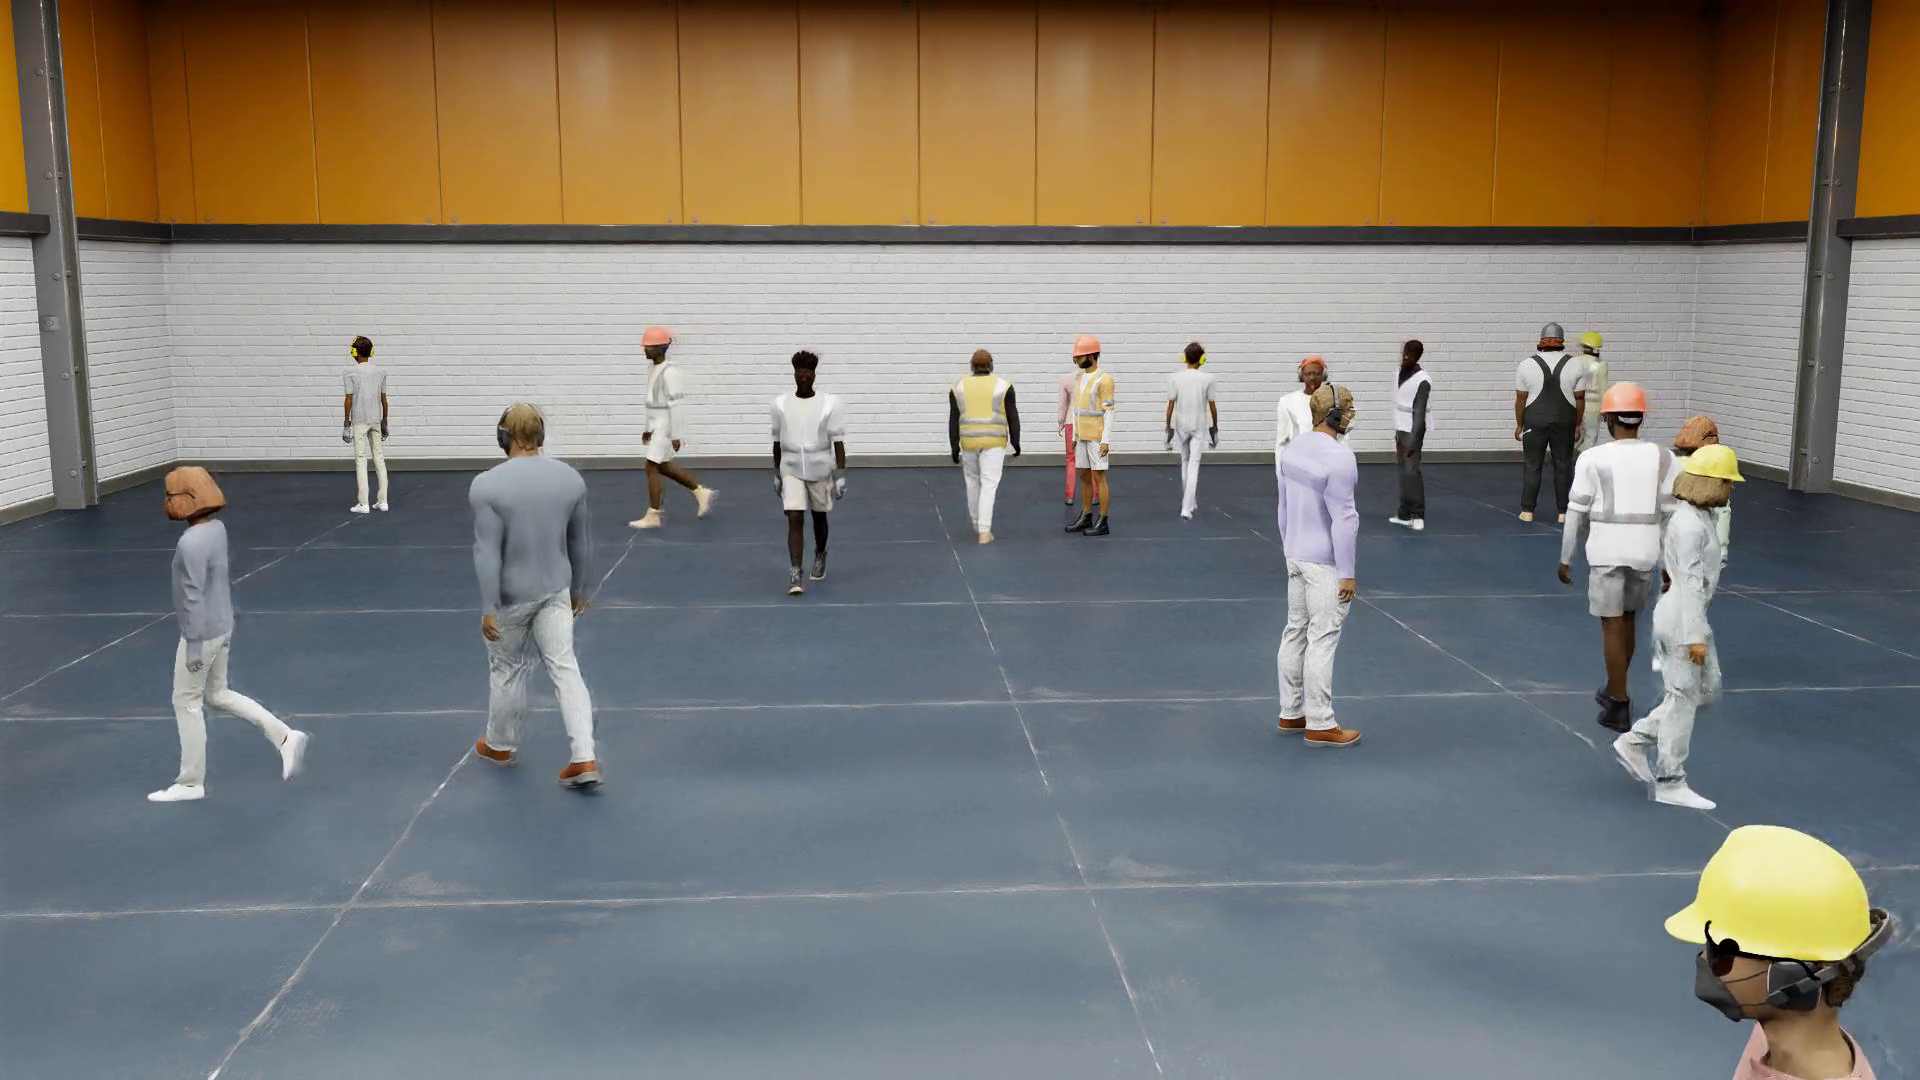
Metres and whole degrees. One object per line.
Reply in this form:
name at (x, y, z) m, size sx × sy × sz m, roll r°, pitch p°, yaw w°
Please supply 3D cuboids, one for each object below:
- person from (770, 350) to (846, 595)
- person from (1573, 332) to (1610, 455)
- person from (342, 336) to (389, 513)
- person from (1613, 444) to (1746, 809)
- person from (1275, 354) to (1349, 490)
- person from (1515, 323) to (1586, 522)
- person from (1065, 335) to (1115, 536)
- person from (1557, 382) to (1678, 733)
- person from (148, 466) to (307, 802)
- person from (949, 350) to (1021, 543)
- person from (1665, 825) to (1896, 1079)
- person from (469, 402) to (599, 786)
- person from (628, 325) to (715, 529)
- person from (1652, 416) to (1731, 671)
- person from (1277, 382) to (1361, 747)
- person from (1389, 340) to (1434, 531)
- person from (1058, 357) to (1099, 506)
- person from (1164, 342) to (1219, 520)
person at (-1.206, -0.561, 13.306) m, size 0.614 × 1.913 × 1.058 m, roll 0°, pitch 9°, yaw 2°
person at (7.663, -1.639, 20.353) m, size 0.446 × 1.814 × 0.598 m, roll -4°, pitch 10°, yaw -25°
person at (-6.272, -1.215, 17.553) m, size 0.324 × 1.864 × 0.503 m, roll 7°, pitch 11°, yaw 37°
person at (3.398, 0.403, 7.808) m, size 0.433 × 1.724 × 0.482 m, roll 5°, pitch 10°, yaw 30°
person at (2.830, -0.564, 13.413) m, size 0.596 × 1.871 × 0.484 m, roll 1°, pitch 9°, yaw 7°
person at (5.973, -1.200, 16.891) m, size 0.675 × 2.000 × 0.536 m, roll 3°, pitch 9°, yaw 16°
person at (1.236, -1.000, 15.982) m, size 0.376 × 1.929 × 0.551 m, roll -6°, pitch 11°, yaw -32°
person at (3.644, 0.074, 9.305) m, size 0.566 × 1.904 × 0.828 m, roll 0°, pitch 9°, yaw -1°
person at (-3.529, 0.443, 7.901) m, size 0.654 × 1.611 × 0.510 m, roll -1°, pitch 9°, yaw -8°
person at (0.250, -0.907, 15.836) m, size 0.646 × 1.792 × 0.961 m, roll 2°, pitch 9°, yaw 14°
person at (1.147, 1.258, 2.471) m, size 0.911 × 1.718 × 0.554 m, roll 4°, pitch 10°, yaw 22°
person at (-2.098, 0.263, 8.207) m, size 0.651 × 1.890 × 1.035 m, roll -8°, pitch 12°, yaw -42°
person at (-2.879, -1.128, 16.535) m, size 0.844 × 2.017 × 0.617 m, roll -4°, pitch 10°, yaw -23°
person at (4.559, 0.038, 10.392) m, size 0.264 × 1.632 × 0.508 m, roll -6°, pitch 11°, yaw -35°
person at (1.918, 0.127, 8.882) m, size 0.354 × 1.937 × 0.635 m, roll -3°, pitch 10°, yaw -18°
person at (4.463, -1.048, 16.482) m, size 0.382 × 1.878 × 0.725 m, roll -1°, pitch 9°, yaw -7°
person at (1.327, -1.250, 18.071) m, size 0.533 × 1.767 × 0.322 m, roll 1°, pitch 9°, yaw 8°
person at (2.398, -1.132, 17.193) m, size 0.522 × 1.820 × 0.993 m, roll 3°, pitch 10°, yaw 20°
